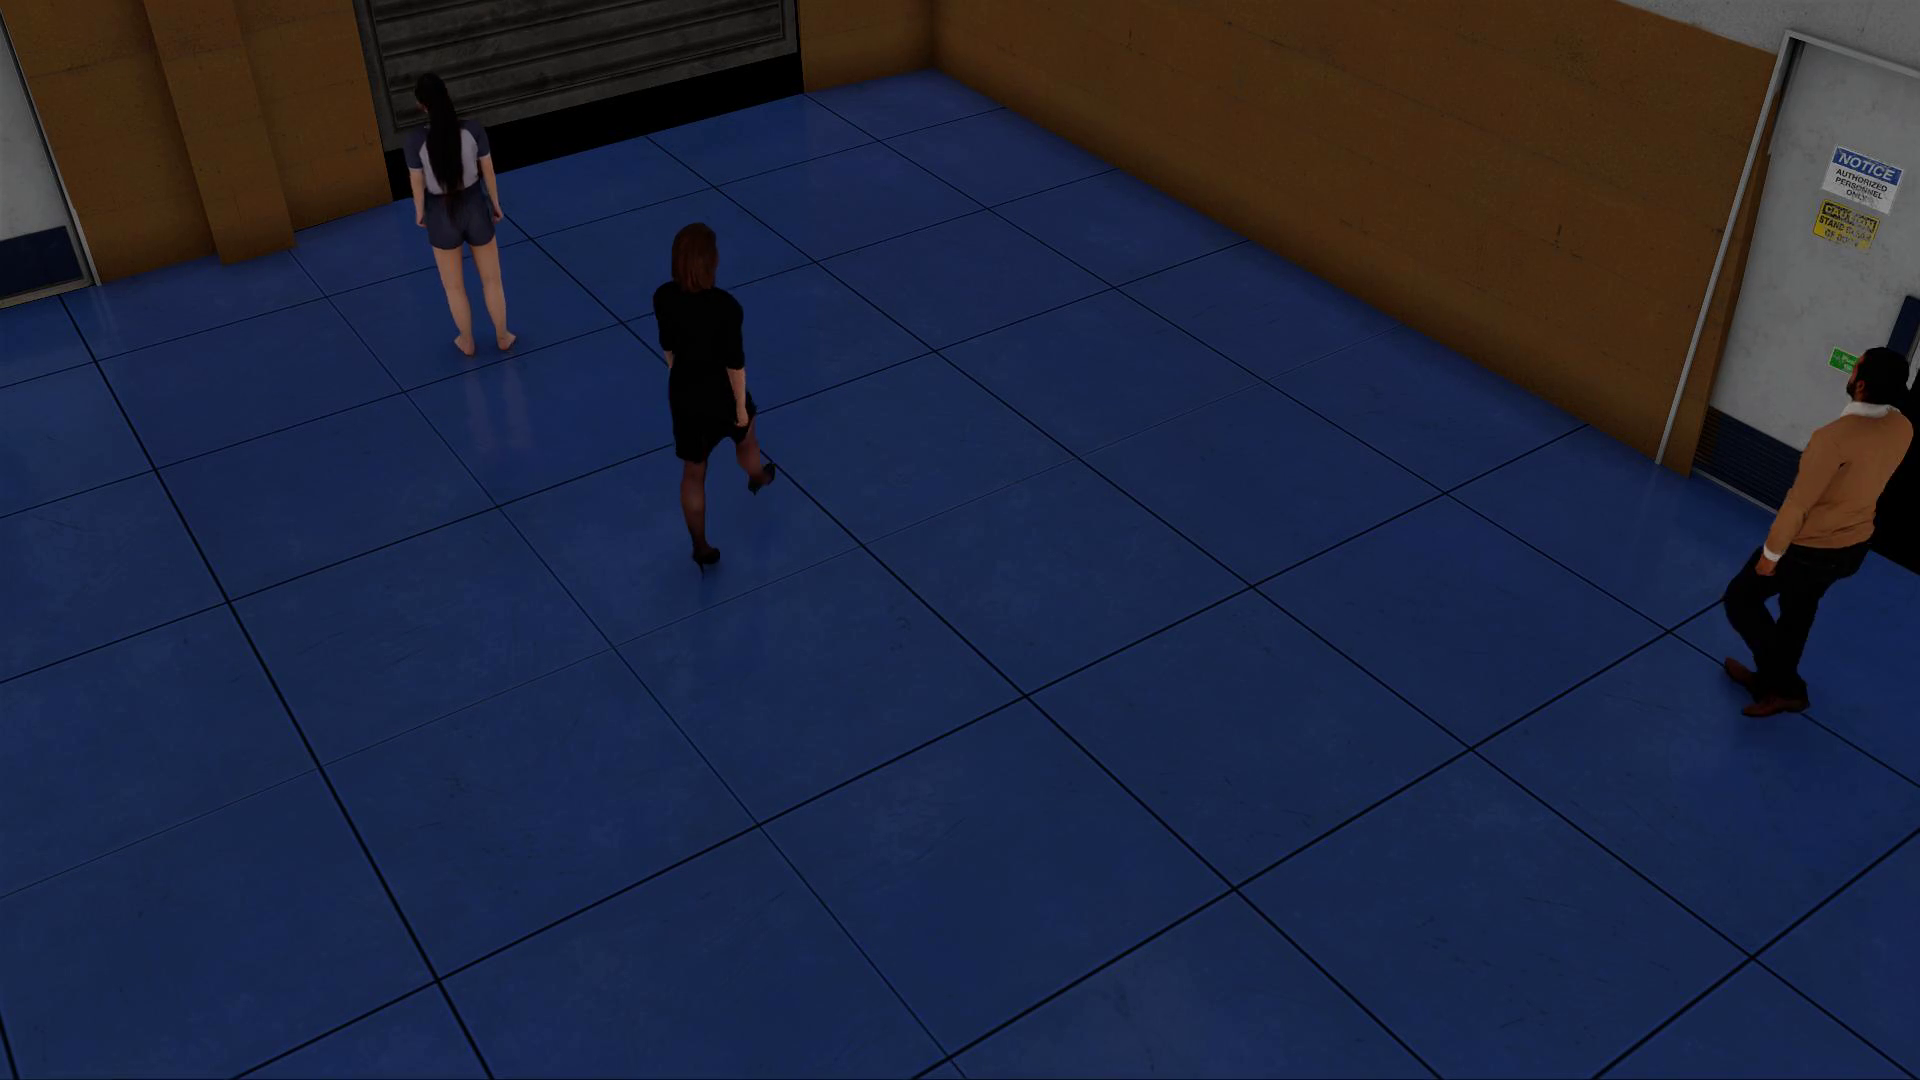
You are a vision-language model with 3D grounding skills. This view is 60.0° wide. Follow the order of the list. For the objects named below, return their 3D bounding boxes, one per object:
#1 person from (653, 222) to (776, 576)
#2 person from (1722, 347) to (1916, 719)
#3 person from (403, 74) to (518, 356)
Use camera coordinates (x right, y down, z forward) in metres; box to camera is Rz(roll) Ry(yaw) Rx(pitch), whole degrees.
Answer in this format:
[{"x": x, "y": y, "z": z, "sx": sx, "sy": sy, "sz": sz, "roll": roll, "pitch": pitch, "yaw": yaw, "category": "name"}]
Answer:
[{"x": -1.178, "y": -0.582, "z": 7.519, "sx": 0.987, "sy": 1.668, "sz": 1.116, "roll": 10, "pitch": 38, "yaw": 14, "category": "person"}, {"x": 3.455, "y": 0.053, "z": 6.623, "sx": 0.740, "sy": 1.745, "sz": 0.804, "roll": -16, "pitch": 40, "yaw": -20, "category": "person"}, {"x": -2.746, "y": -1.754, "z": 9.115, "sx": 0.551, "sy": 1.643, "sz": 0.713, "roll": -13, "pitch": 39, "yaw": -16, "category": "person"}]
